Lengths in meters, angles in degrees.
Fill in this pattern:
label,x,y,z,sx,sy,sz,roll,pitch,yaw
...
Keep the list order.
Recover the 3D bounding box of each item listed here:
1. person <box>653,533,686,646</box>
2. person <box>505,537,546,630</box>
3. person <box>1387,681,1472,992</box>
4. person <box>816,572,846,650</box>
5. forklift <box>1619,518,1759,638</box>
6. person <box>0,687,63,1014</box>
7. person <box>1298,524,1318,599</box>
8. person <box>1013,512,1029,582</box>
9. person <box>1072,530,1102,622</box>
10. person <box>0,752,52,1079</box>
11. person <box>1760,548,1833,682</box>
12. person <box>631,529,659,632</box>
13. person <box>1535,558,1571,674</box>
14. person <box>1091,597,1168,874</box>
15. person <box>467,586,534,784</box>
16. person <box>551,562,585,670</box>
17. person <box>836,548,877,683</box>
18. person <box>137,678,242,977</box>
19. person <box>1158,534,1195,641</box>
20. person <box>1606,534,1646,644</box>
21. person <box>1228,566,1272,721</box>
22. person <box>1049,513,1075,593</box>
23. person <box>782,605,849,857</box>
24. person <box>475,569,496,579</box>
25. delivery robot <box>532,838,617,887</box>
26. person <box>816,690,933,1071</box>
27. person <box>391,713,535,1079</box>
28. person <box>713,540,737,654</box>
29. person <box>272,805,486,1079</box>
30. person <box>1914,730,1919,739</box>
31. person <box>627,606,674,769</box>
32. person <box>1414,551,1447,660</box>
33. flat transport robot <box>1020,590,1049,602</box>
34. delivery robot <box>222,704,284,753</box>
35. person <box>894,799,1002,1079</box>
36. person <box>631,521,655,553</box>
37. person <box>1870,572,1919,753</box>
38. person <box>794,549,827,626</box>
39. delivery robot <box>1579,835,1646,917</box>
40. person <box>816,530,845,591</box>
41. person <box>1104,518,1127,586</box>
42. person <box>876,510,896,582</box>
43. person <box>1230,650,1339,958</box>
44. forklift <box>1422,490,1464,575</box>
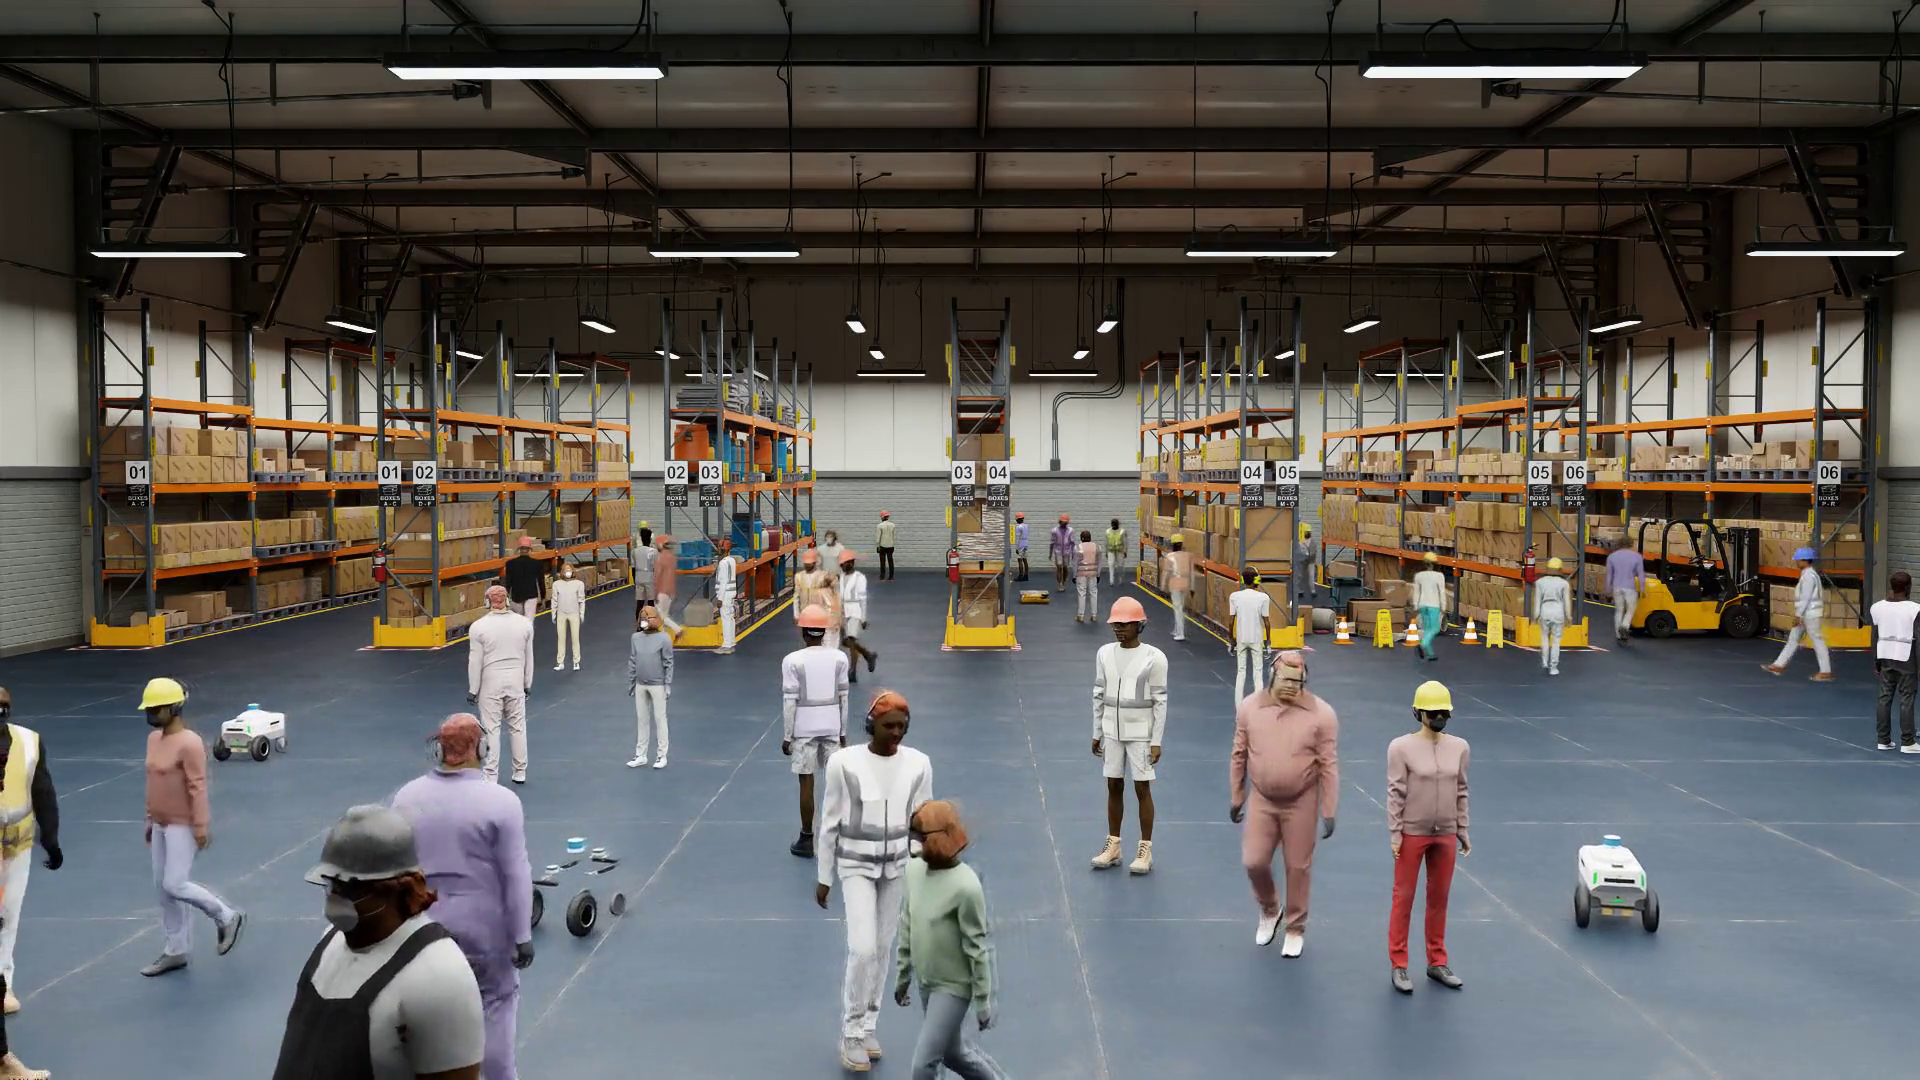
label,x,y,z,sx,sy,sz,roll,pitch,yaw
person,-4.937,0.874,27.360,0.638,1.969,0.611,1,2,21
person,-7.069,0.925,26.267,0.629,1.957,1.003,0,2,-8
person,2.702,1.688,9.289,0.523,1.769,0.324,-1,2,-14
person,-1.754,1.247,22.069,0.381,1.624,0.549,1,3,33
forklift,13.417,0.684,29.791,2.313,2.155,1.214,0,2,0
person,-5.268,1.681,8.764,0.468,1.821,0.663,2,3,35
person,8.277,0.516,38.571,0.611,1.783,0.955,0,2,-6
person,1.698,0.187,45.100,0.389,1.929,0.545,2,3,36
person,2.551,0.724,32.663,0.627,1.843,0.429,-1,2,-17
person,-4.814,1.811,7.635,0.803,1.663,0.536,-1,3,-27
person,12.040,1.064,23.213,0.995,1.897,0.626,1,2,23
person,-5.786,0.774,29.825,0.608,1.966,0.365,1,2,24
person,8.838,1.123,24.024,0.505,1.724,0.550,2,3,34
person,1.247,1.443,12.042,0.608,2.044,0.372,2,3,35
person,-4.371,1.383,15.324,0.639,1.902,0.406,-2,3,-38
person,-5.927,1.152,24.419,0.508,1.632,0.273,0,2,-1
person,-1.481,1.067,23.139,0.697,1.912,0.564,-2,3,-43
person,-4.640,1.684,9.622,0.520,1.752,0.473,2,3,36
person,3.851,0.841,28.929,0.609,1.894,0.843,-1,2,-23
person,11.587,0.861,28.173,0.672,1.917,0.579,2,3,44
person,3.473,1.241,19.323,0.533,1.865,0.311,1,2,24
person,2.589,0.314,41.101,0.651,2.006,0.884,0,2,-6
person,-1.136,1.473,12.571,0.547,1.939,0.376,-1,3,-25
person,-10.924,0.561,36.925,0.590,1.857,0.419,0,2,3
delivery robot,-2.527,2.080,10.609,0.335,0.223,0.698,1,2,22
person,-0.392,1.687,8.078,0.599,1.862,0.634,-1,3,-25
person,-2.230,1.719,7.171,0.676,1.885,0.647,1,2,15
person,-3.894,0.937,26.773,0.355,1.882,0.575,0,2,8
person,-1.662,1.763,4.533,0.691,2.000,0.541,2,3,41
person,11.042,1.283,17.888,0.828,1.913,0.543,2,3,41
person,-3.124,1.475,16.286,0.498,1.634,0.283,1,2,23
person,7.416,1.047,25.580,0.646,1.749,0.535,-2,3,-41
flat transport robot,1.739,1.311,37.861,0.652,0.197,1.431,0,2,1
delivery robot,-7.385,1.956,16.880,0.477,0.478,0.707,0,3,7
person,-0.026,1.870,6.813,0.806,1.599,0.510,-2,3,-34
person,-8.036,0.420,40.919,0.623,1.781,0.912,0,2,-3
person,10.024,1.297,17.244,0.392,1.921,0.593,-1,3,-29
person,-2.118,1.060,23.729,0.598,1.899,0.905,1,2,19
delivery robot,4.318,2.204,10.699,0.477,0.478,0.707,1,2,14
person,-2.491,0.767,30.800,0.656,1.896,0.957,1,2,15
person,4.175,0.313,43.218,0.635,1.825,0.635,1,2,13
person,-2.075,0.165,44.925,0.615,1.987,0.406,-2,3,-36
person,1.982,1.609,9.902,0.682,1.878,0.427,1,2,24
forklift,13.926,-0.371,47.846,1.873,2.768,1.129,0,2,0
